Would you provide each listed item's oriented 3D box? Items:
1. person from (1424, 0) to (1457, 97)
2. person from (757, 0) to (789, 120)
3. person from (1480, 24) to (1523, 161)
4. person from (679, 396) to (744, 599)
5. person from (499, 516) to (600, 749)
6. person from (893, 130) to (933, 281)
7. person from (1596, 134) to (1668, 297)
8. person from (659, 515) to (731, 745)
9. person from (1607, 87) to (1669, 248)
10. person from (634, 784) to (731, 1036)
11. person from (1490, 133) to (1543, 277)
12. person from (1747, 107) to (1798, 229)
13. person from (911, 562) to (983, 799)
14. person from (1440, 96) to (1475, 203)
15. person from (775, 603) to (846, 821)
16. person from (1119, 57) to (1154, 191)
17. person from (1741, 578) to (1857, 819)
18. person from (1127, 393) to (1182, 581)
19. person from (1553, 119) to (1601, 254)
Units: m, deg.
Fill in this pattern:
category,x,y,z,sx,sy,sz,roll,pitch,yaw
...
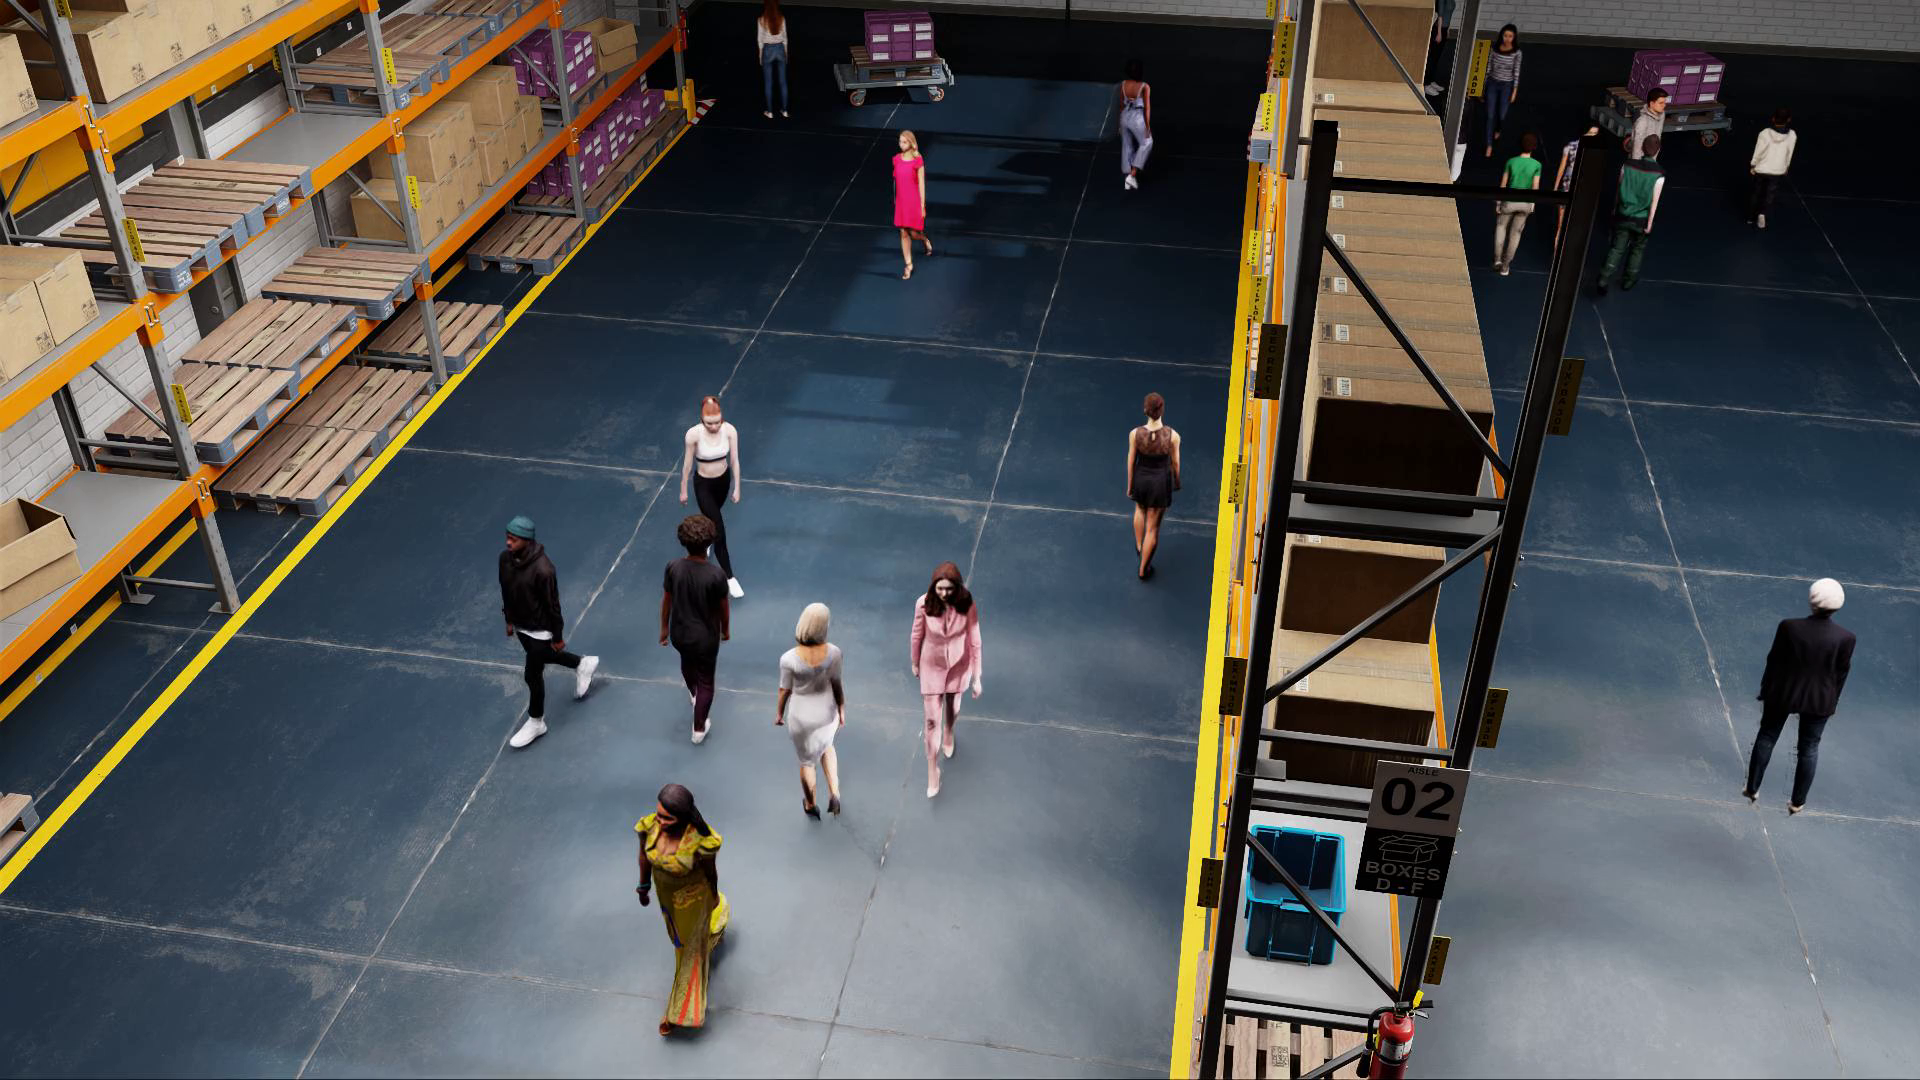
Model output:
category,x,y,z,sx,sy,sz,roll,pitch,yaw
person,6.914,-7.306,23.925,0.712,1.743,0.602,20,38,27
person,-2.575,-6.731,23.072,0.648,1.729,0.650,-11,35,-16
person,7.051,-5.878,21.745,0.705,1.777,0.824,14,36,20
person,-2.057,-0.458,13.675,1.166,1.685,1.307,-15,36,-21
person,-3.005,0.577,12.023,1.036,1.789,1.282,23,40,30
person,-0.514,-3.786,18.656,0.762,1.714,0.916,18,38,25
person,7.307,-3.509,18.140,0.937,1.823,1.157,23,40,30
person,-1.915,0.694,11.883,0.685,1.749,0.893,4,34,6
person,7.932,-4.375,19.416,0.712,1.853,0.814,-29,43,-36
person,-1.621,2.049,9.965,0.881,1.616,1.281,13,36,19
person,6.232,-3.725,18.630,0.624,1.640,0.707,10,35,15
person,9.670,-4.417,19.850,0.719,1.443,0.854,16,37,22
person,-0.084,0.840,11.648,0.781,1.767,1.066,-1,34,-1
person,5.947,-4.783,20.133,0.584,1.739,0.572,2,34,3
person,-0.941,1.229,11.094,0.757,1.732,0.813,-17,37,-23
person,2.140,-5.144,20.721,0.732,1.688,0.850,19,38,26
person,5.359,1.001,10.540,0.790,1.778,0.701,18,38,25
person,1.549,-0.403,13.616,0.645,1.659,0.814,11,35,16
person,6.994,-3.961,18.942,0.641,1.688,1.135,8,34,12
